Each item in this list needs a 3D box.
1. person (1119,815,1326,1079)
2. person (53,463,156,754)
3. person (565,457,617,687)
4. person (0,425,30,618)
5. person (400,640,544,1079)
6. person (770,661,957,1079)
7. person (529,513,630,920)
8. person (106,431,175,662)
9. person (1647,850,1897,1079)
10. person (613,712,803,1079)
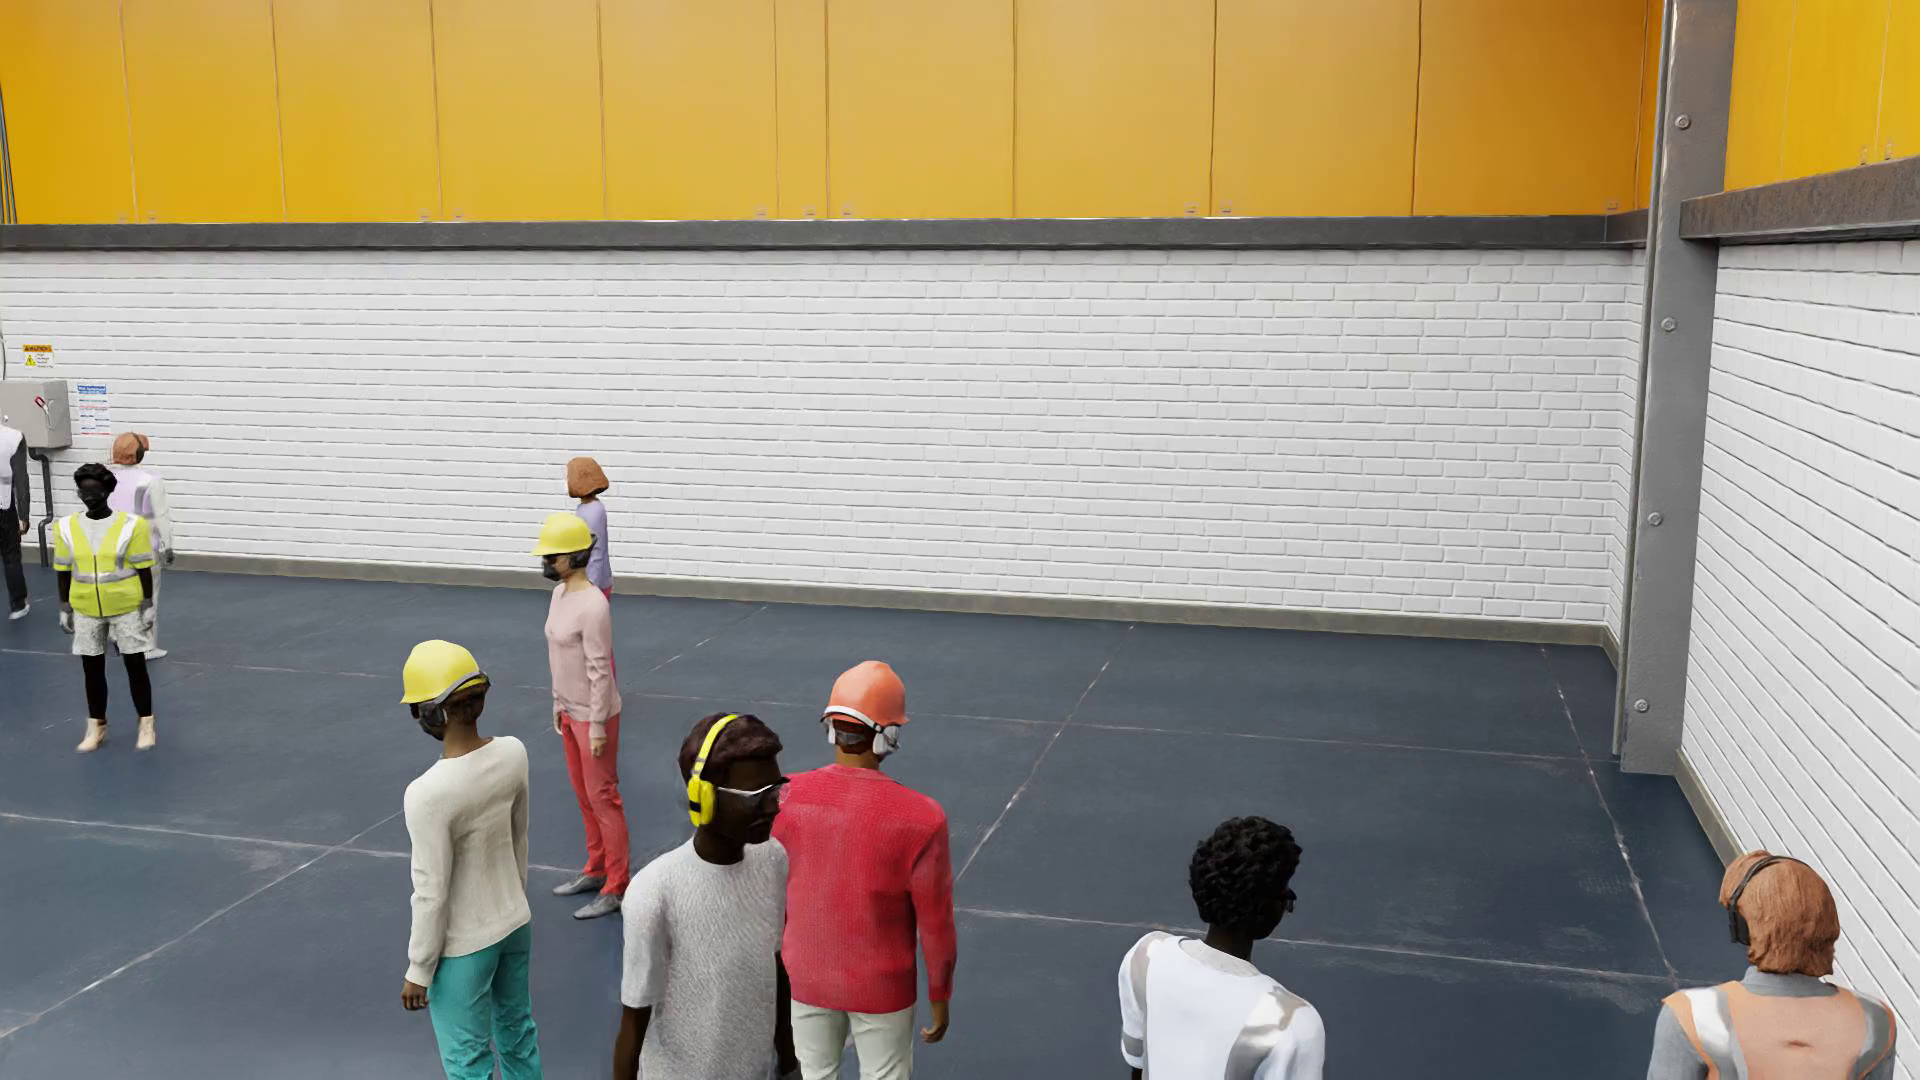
[{"bbox_3d":[0.551,1.407,3.539,0.319,1.686,0.539,-8,13,-40],"label":"person"},{"bbox_3d":[-4.881,0.390,9.518,0.538,1.691,0.320,-2,10,-10],"label":"person"},{"bbox_3d":[-2.266,0.300,10.206,0.265,1.632,0.505,-3,10,-19],"label":"person"},{"bbox_3d":[-7.443,-0.250,12.747,0.595,1.879,0.993,-4,10,-21],"label":"person"},{"bbox_3d":[-1.434,1.152,4.824,0.328,1.759,0.524,3,10,18],"label":"person"},{"bbox_3d":[-0.280,1.193,4.639,0.578,1.737,0.355,3,10,17],"label":"person"},{"bbox_3d":[-1.651,0.752,7.186,0.353,1.760,0.528,-6,11,-31],"label":"person"},{"bbox_3d":[-5.782,0.051,11.688,0.536,1.624,0.375,1,10,6],"label":"person"},{"bbox_3d":[1.652,1.448,3.455,0.526,1.632,0.312,-1,10,-4],"label":"person"},{"bbox_3d":[-0.554,1.289,3.708,0.394,1.859,0.570,6,11,33],"label":"person"}]
